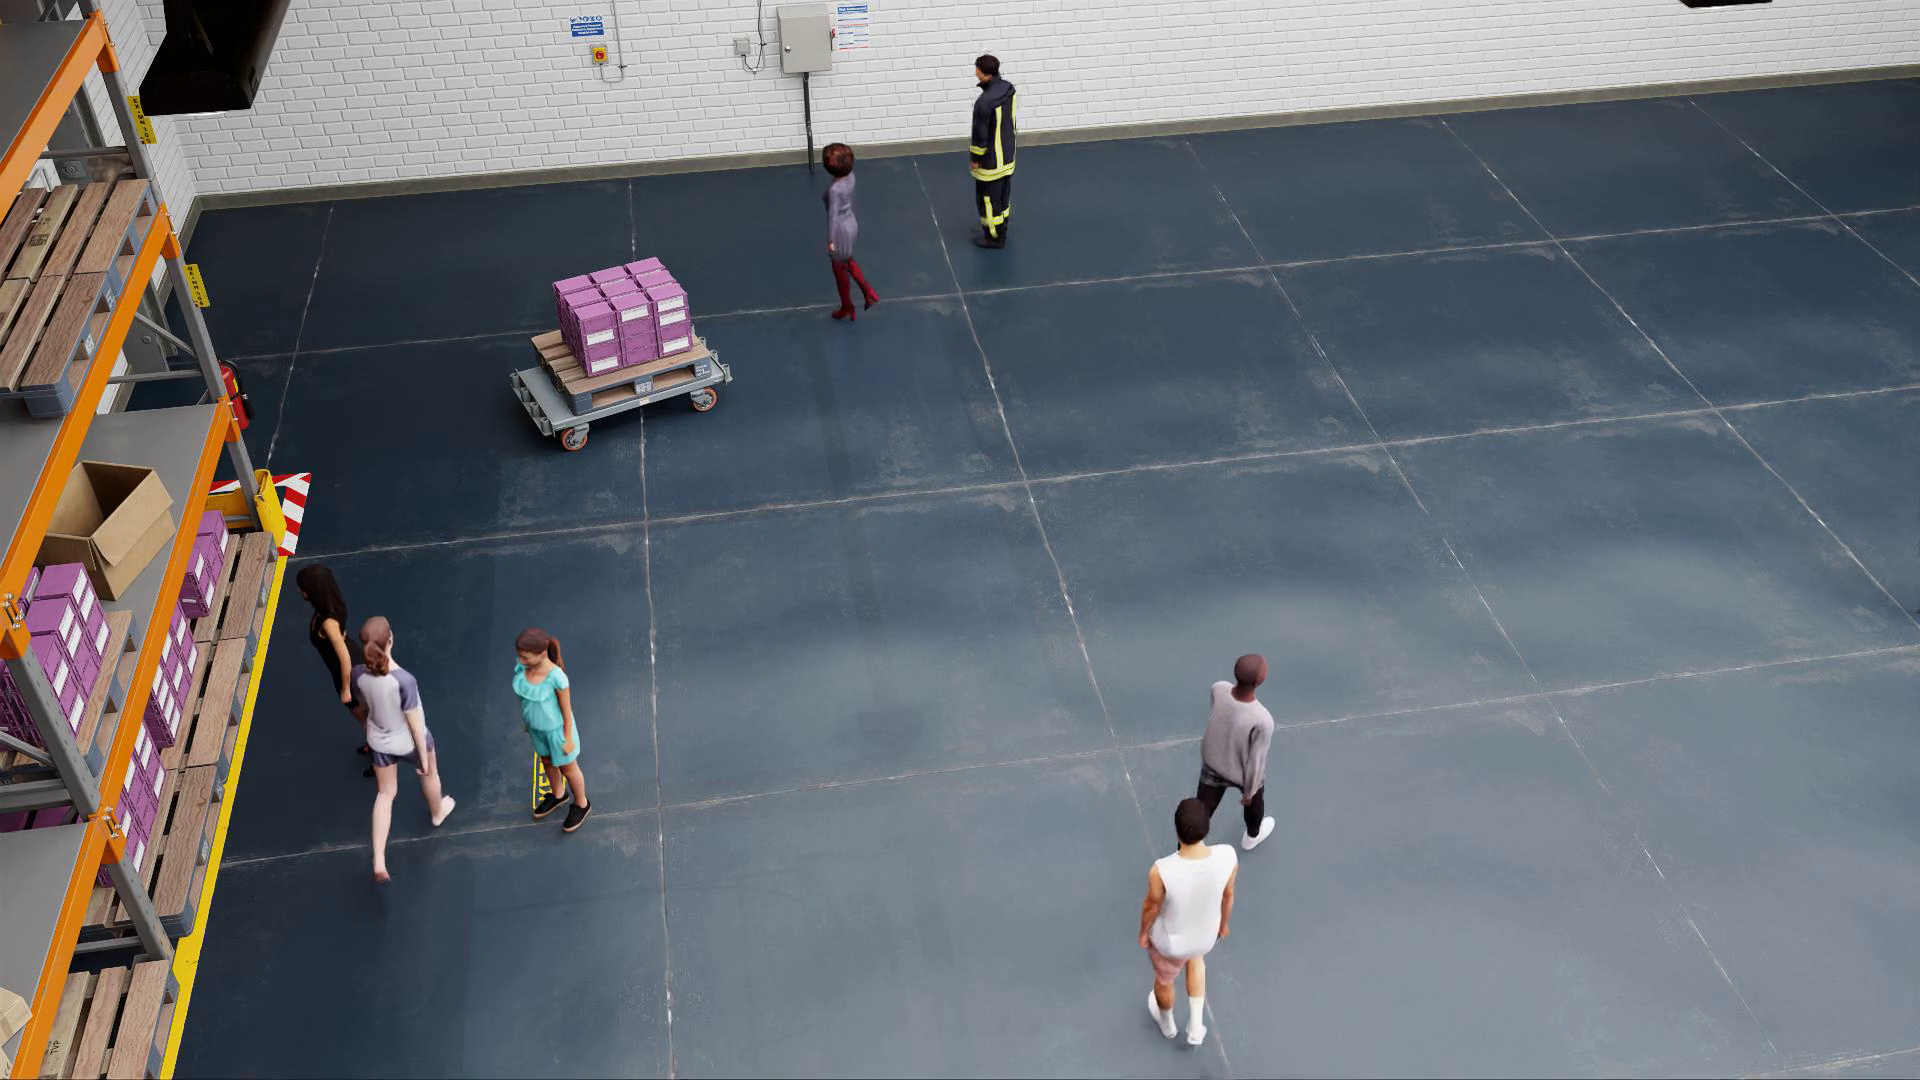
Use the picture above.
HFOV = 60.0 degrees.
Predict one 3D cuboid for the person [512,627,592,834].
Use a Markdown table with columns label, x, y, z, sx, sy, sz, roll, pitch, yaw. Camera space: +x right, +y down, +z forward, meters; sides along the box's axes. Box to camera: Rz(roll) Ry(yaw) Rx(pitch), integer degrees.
| label | x | y | z | sx | sy | sz | roll | pitch | yaw |
| --- | --- | --- | --- | --- | --- | --- | --- | --- | --- |
| person | -2.474 | 1.112 | 10.048 | 0.648 | 1.558 | 0.703 | 21 | 43 | 25 |

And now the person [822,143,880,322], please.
| label | x | y | z | sx | sy | sz | roll | pitch | yaw |
| --- | --- | --- | --- | --- | --- | --- | --- | --- | --- |
| person | -0.961 | -2.685 | 14.691 | 0.839 | 1.698 | 0.791 | 15 | 41 | 18 |

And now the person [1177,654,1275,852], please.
| label | x | y | z | sx | sy | sz | roll | pitch | yaw |
| --- | --- | --- | --- | --- | --- | --- | --- | --- | --- |
| person | 1.496 | 1.356 | 9.599 | 1.160 | 1.737 | 1.127 | 31 | 48 | 33 |

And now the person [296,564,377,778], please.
| label | x | y | z | sx | sy | sz | roll | pitch | yaw |
| --- | --- | --- | --- | --- | --- | --- | --- | --- | --- |
| person | -3.808 | 0.809 | 10.356 | 0.665 | 1.648 | 0.484 | -13 | 40 | -16 |

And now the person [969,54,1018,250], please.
| label | x | y | z | sx | sy | sz | roll | pitch | yaw |
| --- | --- | --- | --- | --- | --- | --- | --- | --- | --- |
| person | 0.328 | -3.733 | 15.828 | 0.912 | 1.916 | 0.970 | -31 | 48 | -32 |

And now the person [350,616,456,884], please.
| label | x | y | z | sx | sy | sz | roll | pitch | yaw |
| --- | --- | --- | --- | --- | --- | --- | --- | --- | --- |
| person | -3.318 | 1.244 | 9.741 | 0.804 | 1.735 | 1.125 | 4 | 39 | 5 |

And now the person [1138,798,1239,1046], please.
| label | x | y | z | sx | sy | sz | roll | pitch | yaw |
| --- | --- | --- | --- | --- | --- | --- | --- | --- | --- |
| person | 1.193 | 2.078 | 8.661 | 0.662 | 1.781 | 0.728 | -8 | 39 | -10 |
